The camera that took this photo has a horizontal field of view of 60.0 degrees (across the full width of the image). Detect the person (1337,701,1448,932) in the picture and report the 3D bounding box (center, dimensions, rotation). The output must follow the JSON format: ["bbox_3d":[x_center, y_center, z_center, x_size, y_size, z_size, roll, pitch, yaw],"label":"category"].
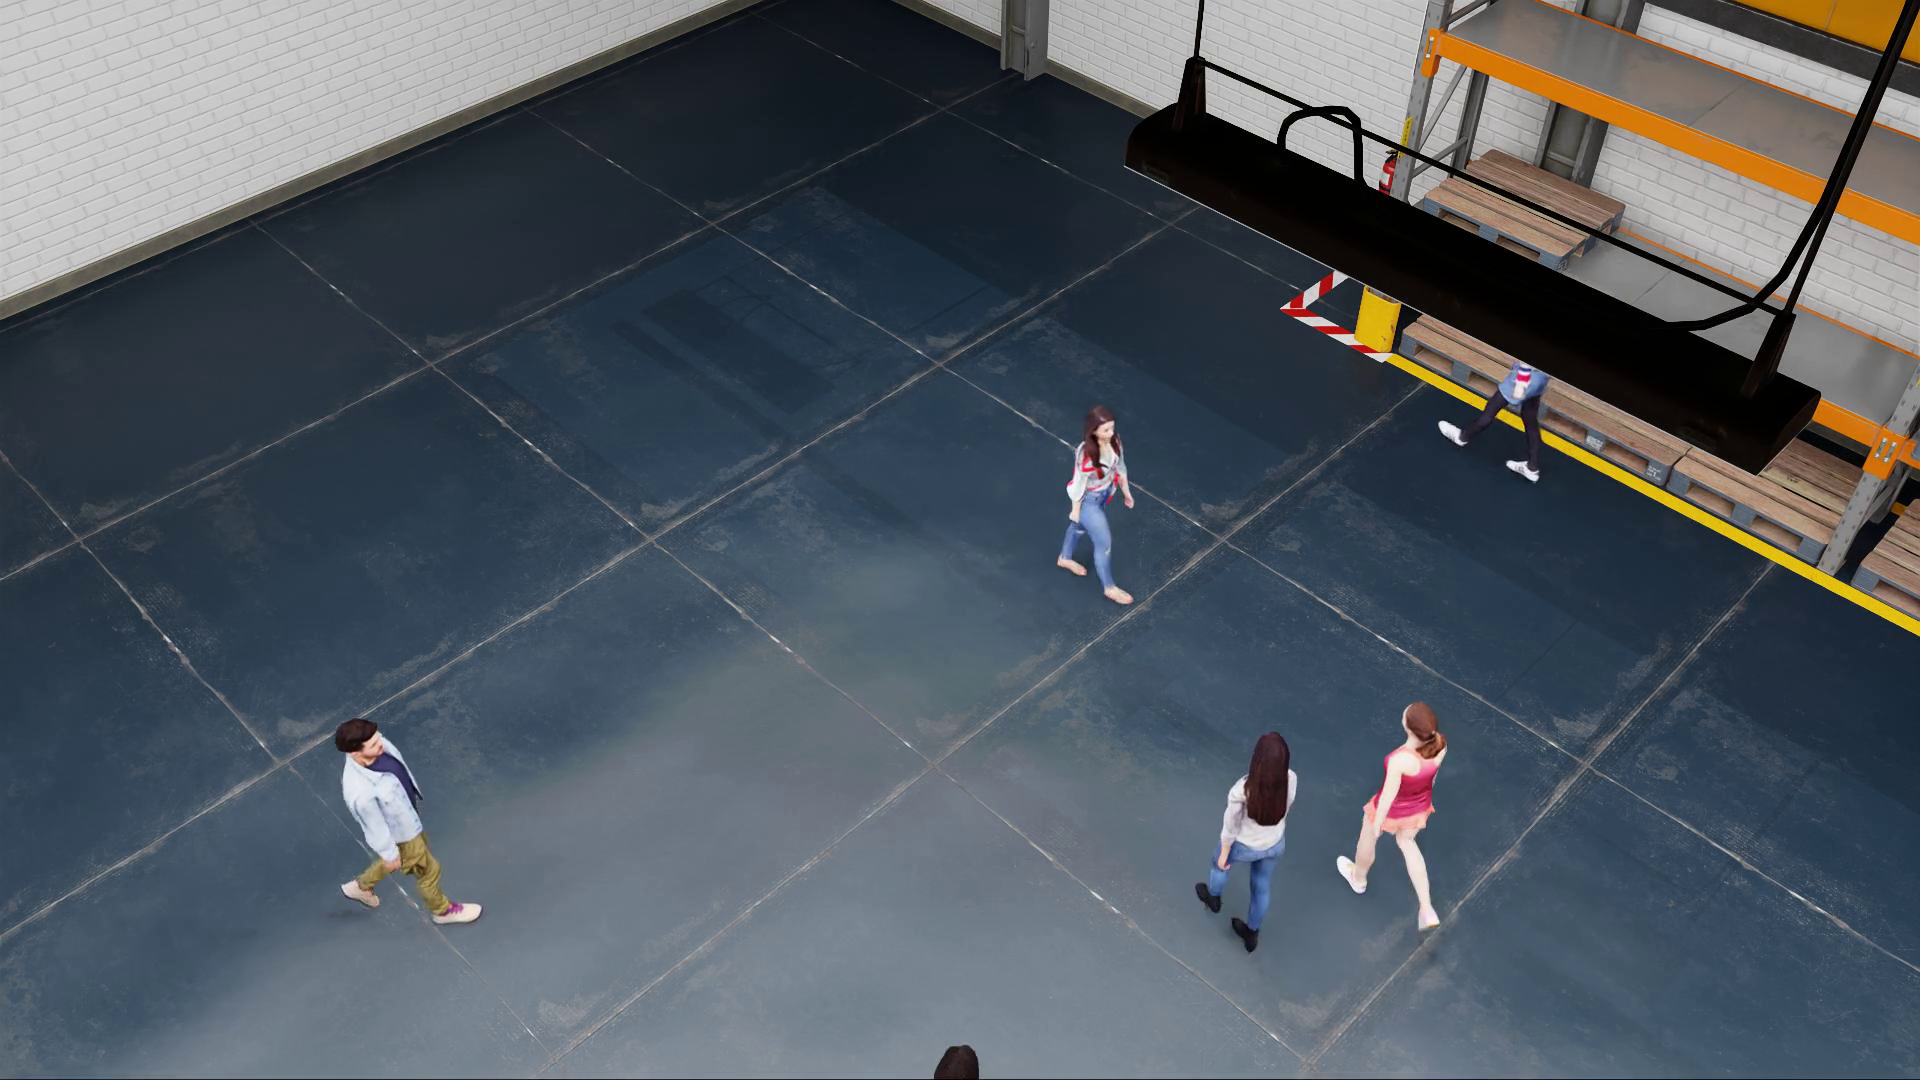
[{"bbox_3d":[2.542,1.573,9.419,0.814,1.733,1.062,-16,46,-16],"label":"person"}]

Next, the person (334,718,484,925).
[{"bbox_3d":[-3.243,1.601,9.344,1.066,1.797,1.070,-7,44,-7],"label":"person"}]

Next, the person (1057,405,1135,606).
[{"bbox_3d":[0.849,-0.321,11.516,0.959,1.584,0.707,24,49,23],"label":"person"}]

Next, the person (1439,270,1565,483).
[{"bbox_3d":[4.266,-1.170,12.275,1.068,1.766,0.695,32,52,29],"label":"person"}]

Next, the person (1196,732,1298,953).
[{"bbox_3d":[1.698,1.761,9.314,0.795,1.607,0.885,-14,45,-14],"label":"person"}]
